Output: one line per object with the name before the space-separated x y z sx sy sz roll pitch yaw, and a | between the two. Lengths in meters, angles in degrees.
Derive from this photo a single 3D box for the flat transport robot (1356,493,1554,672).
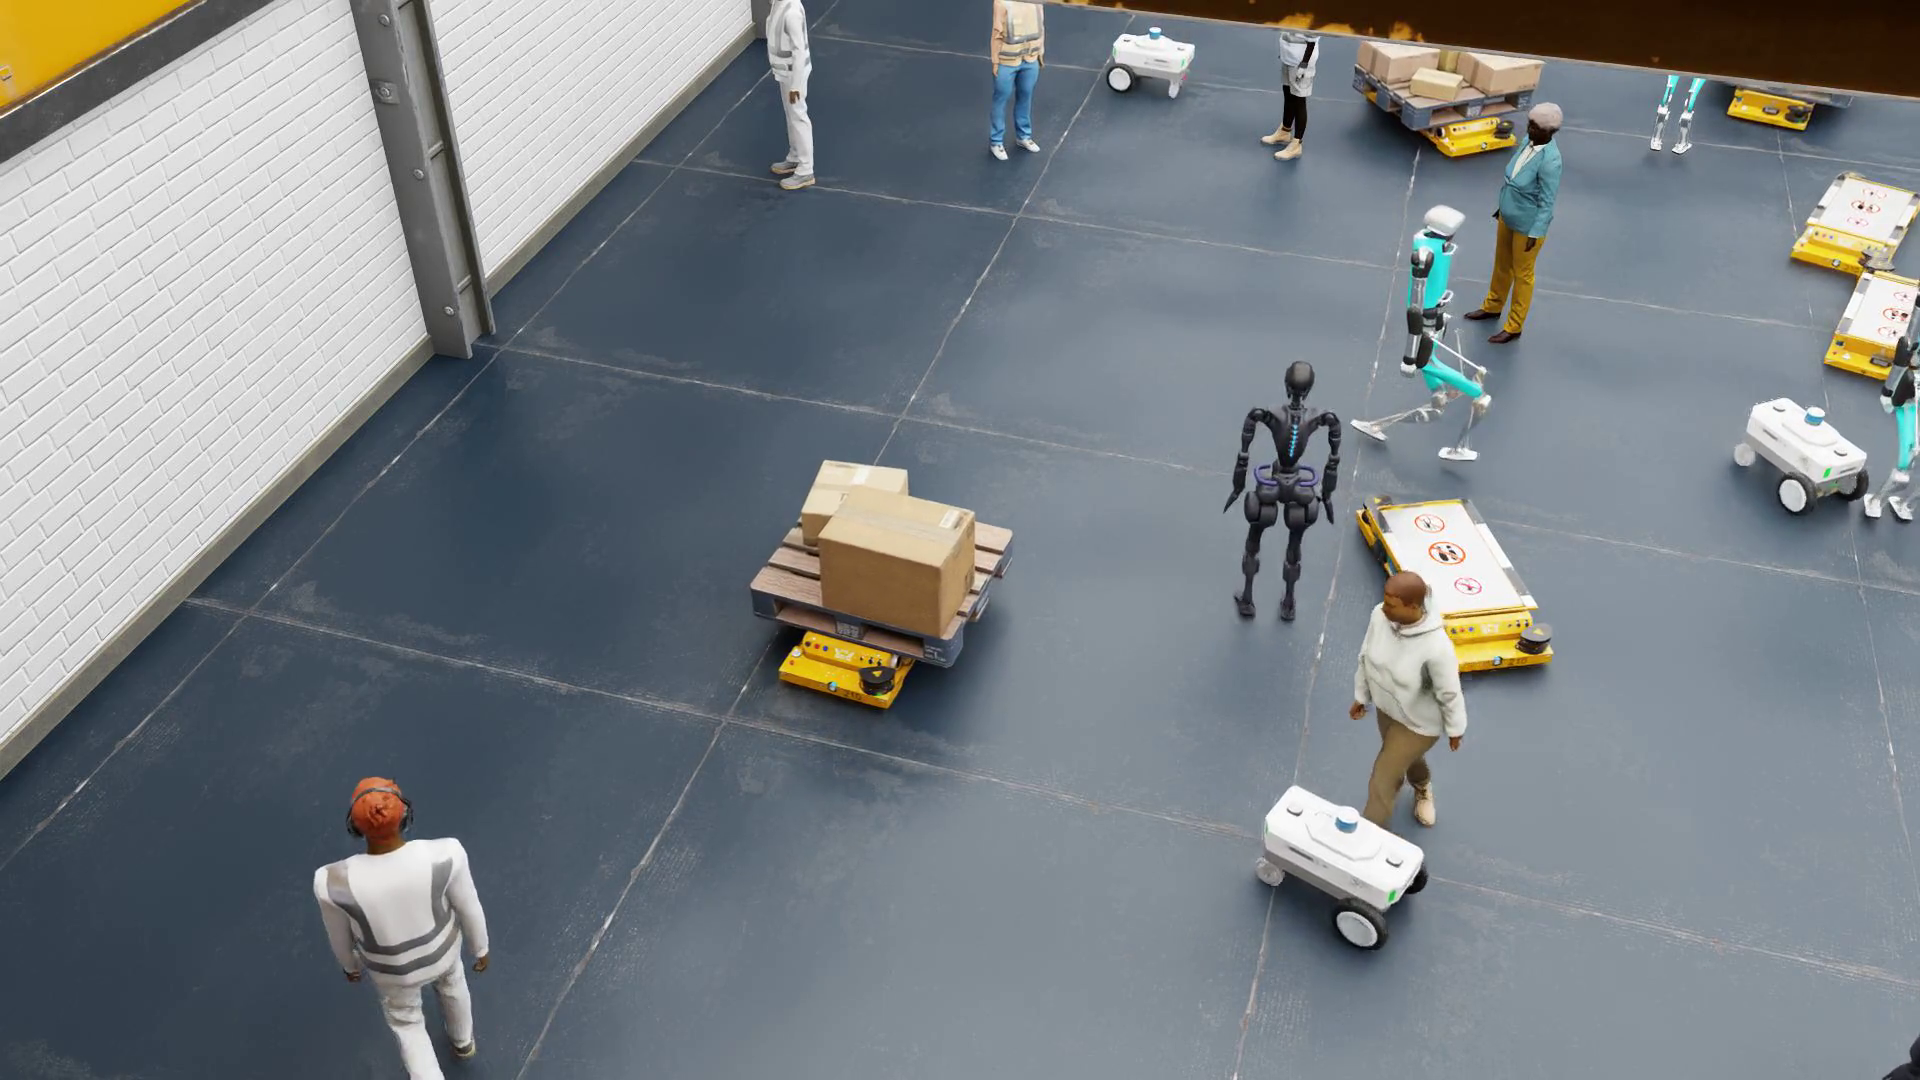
flat transport robot | 2.872 0.213 9.740 0.659 0.231 1.431 -5 39 -7

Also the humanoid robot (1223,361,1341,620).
humanoid robot | 1.783 -0.258 9.197 0.616 1.649 0.305 2 39 3

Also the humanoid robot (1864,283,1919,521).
humanoid robot | 5.768 -0.804 9.778 0.543 1.736 0.693 2 39 2

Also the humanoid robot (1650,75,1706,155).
humanoid robot | 5.996 -3.960 13.652 0.533 1.677 0.735 20 43 23

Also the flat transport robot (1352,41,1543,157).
flat transport robot | 4.231 -3.813 14.747 0.659 0.231 1.431 -14 41 -16

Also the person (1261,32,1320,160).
person | 2.803 -4.020 13.864 0.318 1.696 0.534 -7 39 -9

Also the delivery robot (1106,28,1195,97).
delivery robot | 1.742 -4.395 15.251 0.777 0.605 0.525 15 41 18

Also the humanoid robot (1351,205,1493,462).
humanoid robot | 3.066 -1.196 10.350 1.046 1.759 0.556 19 43 22

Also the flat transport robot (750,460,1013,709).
flat transport robot | -0.436 0.368 9.547 0.659 0.231 1.431 14 41 17

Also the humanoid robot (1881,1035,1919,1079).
humanoid robot | 3.906 2.054 6.329 0.613 1.641 0.467 10 40 12

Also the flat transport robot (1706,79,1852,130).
flat transport robot | 7.478 -4.130 15.141 0.659 0.231 1.431 20 43 23

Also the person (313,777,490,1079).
person | -2.171 1.678 6.652 0.579 1.857 0.803 -18 42 -21

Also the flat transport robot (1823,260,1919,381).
flat transport robot | 6.707 -1.554 11.937 0.659 0.231 1.431 22 44 25

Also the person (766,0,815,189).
person | -1.378 -3.755 13.388 0.362 1.883 0.574 -9 40 -11

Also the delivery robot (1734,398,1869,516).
delivery robot | 5.299 -0.564 10.472 0.499 0.587 0.777 -14 41 -17

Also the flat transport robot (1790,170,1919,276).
flat transport robot | 7.091 -2.494 13.106 0.659 0.231 1.431 24 45 27

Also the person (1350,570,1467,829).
person | 2.143 0.808 7.845 0.785 1.709 0.515 -16 42 -19

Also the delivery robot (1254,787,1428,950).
delivery robot | 1.808 1.504 7.896 0.783 0.584 0.499 25 45 28

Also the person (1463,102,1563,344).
person | 3.892 -2.209 11.568 0.341 1.752 0.520 -9 40 -11

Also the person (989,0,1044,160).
person | 0.473 -4.021 13.850 0.492 1.724 0.376 -19 42 -22
